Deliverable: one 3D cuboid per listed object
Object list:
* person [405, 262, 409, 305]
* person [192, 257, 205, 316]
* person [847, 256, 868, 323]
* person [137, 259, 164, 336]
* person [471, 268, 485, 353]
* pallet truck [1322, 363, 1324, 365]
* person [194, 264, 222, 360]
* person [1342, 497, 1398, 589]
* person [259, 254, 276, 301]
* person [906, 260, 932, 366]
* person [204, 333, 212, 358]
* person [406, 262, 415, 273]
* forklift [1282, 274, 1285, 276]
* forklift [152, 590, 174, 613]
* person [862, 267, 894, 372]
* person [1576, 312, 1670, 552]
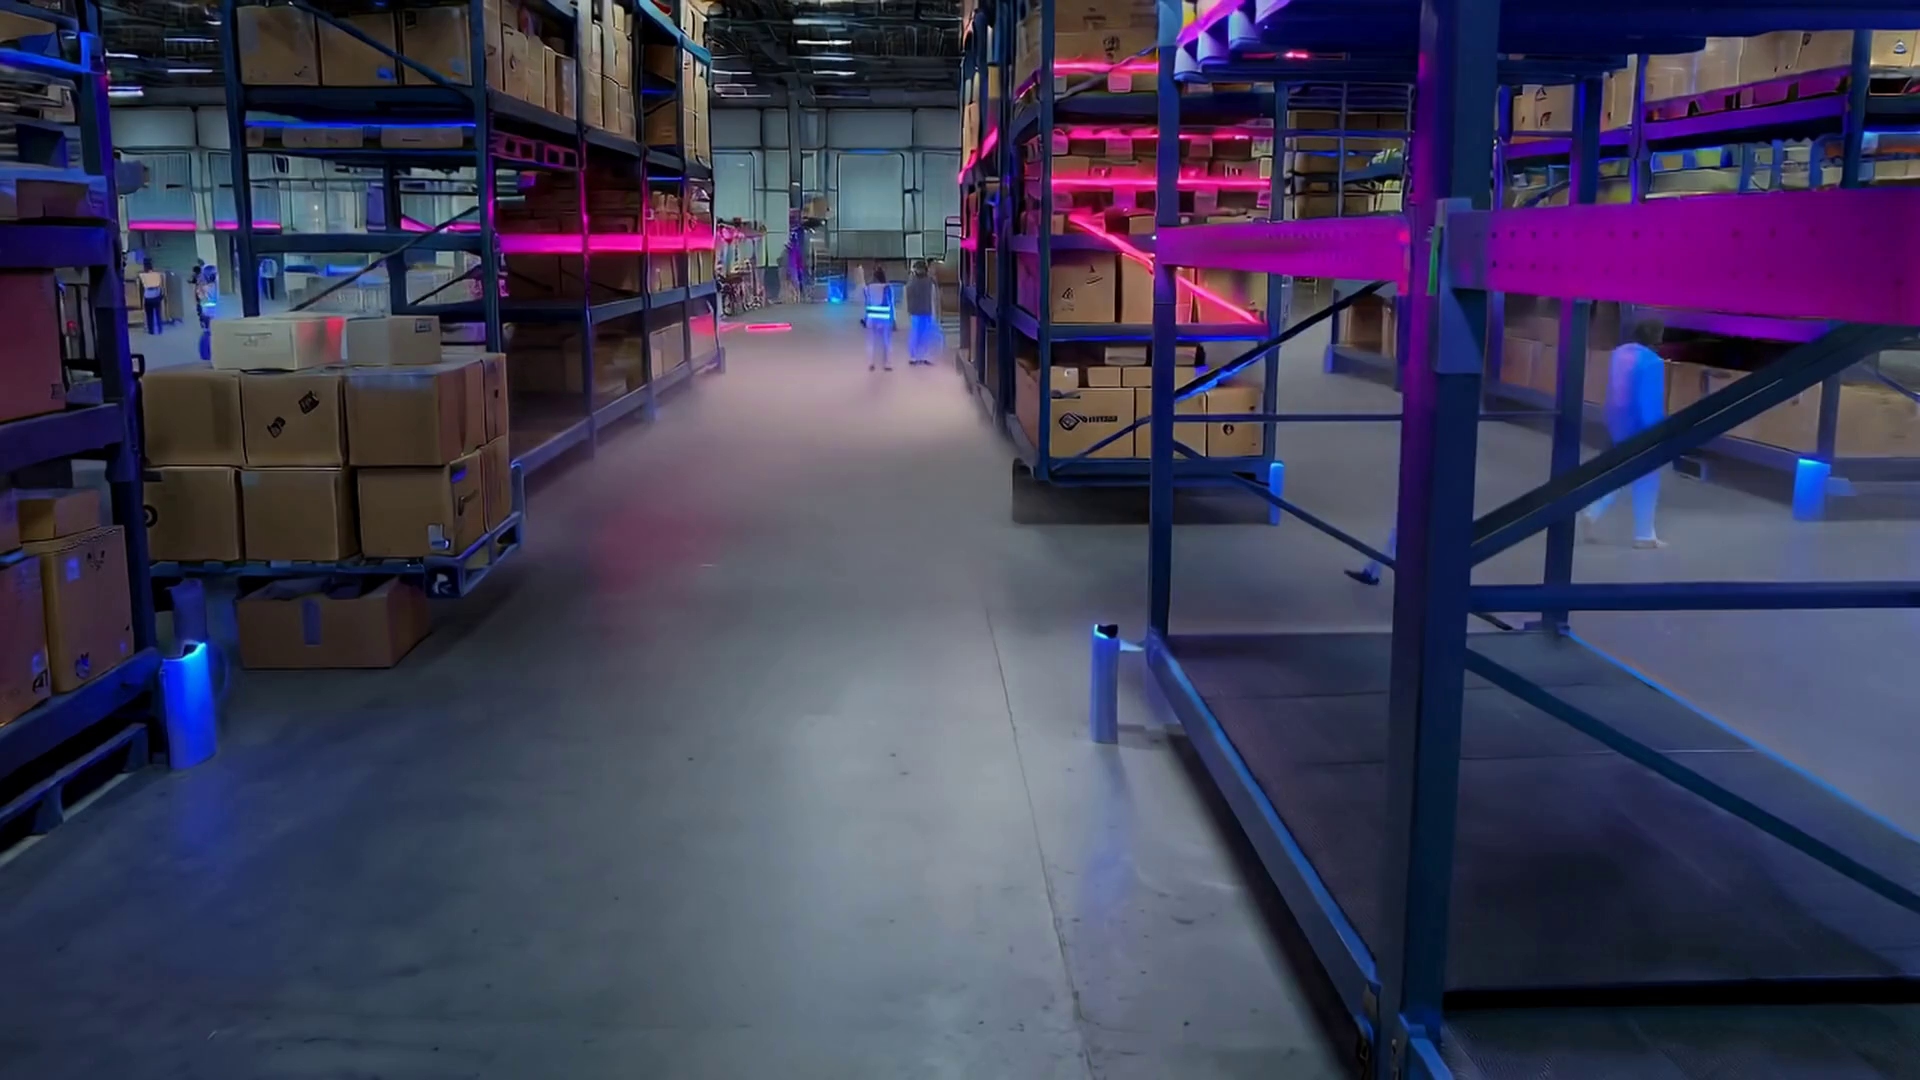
[{"bbox_3d":[-13.769,-5.968,41.205,0.386,1.859,0.549,-8,13,-36],"label":"person"},{"bbox_3d":[-23.983,-8.007,52.606,0.534,1.856,0.367,-7,12,-33],"label":"person"},{"bbox_3d":[-3.015,-7.235,48.109,0.750,1.910,0.646,0,10,0],"label":"person"},{"bbox_3d":[-20.255,-6.075,41.644,0.398,1.920,0.589,8,13,39],"label":"person"},{"bbox_3d":[-9.659,-4.670,34.008,0.579,1.863,0.879,1,10,4],"label":"person"},{"bbox_3d":[7.712,-4.157,30.737,1.885,1.965,0.823,3,11,16],"label":"pallet truck"},{"bbox_3d":[-13.906,-4.150,30.894,0.374,1.928,0.543,3,11,14],"label":"person"},{"bbox_3d":[3.037,-0.426,11.081,0.869,1.577,0.516,0,10,0],"label":"person"},{"bbox_3d":[-27.424,-10.467,65.890,0.612,1.997,0.375,-2,10,-11],"label":"person"},{"bbox_3d":[-0.767,-4.294,31.501,0.373,1.997,0.618,9,13,41],"label":"person"},{"bbox_3d":[-5.475,-0.733,12.509,0.435,1.682,0.552,2,10,13],"label":"person"},{"bbox_3d":[-18.404,-8.445,55.545,0.534,1.676,0.642,9,13,40],"label":"person"},{"bbox_3d":[12.240,-10.302,62.509,1.129,2.768,1.873,0,10,-2],"label":"forklift"},{"bbox_3d":[-5.858,-0.811,9.639,1.873,2.768,1.129,-1,10,-3],"label":"forklift"},{"bbox_3d":[-1.469,-3.956,29.934,0.584,1.882,0.337,2,10,10],"label":"person"},{"bbox_3d":[5.075,-0.809,12.569,0.612,1.823,0.644,-2,10,-11],"label":"person"}]
